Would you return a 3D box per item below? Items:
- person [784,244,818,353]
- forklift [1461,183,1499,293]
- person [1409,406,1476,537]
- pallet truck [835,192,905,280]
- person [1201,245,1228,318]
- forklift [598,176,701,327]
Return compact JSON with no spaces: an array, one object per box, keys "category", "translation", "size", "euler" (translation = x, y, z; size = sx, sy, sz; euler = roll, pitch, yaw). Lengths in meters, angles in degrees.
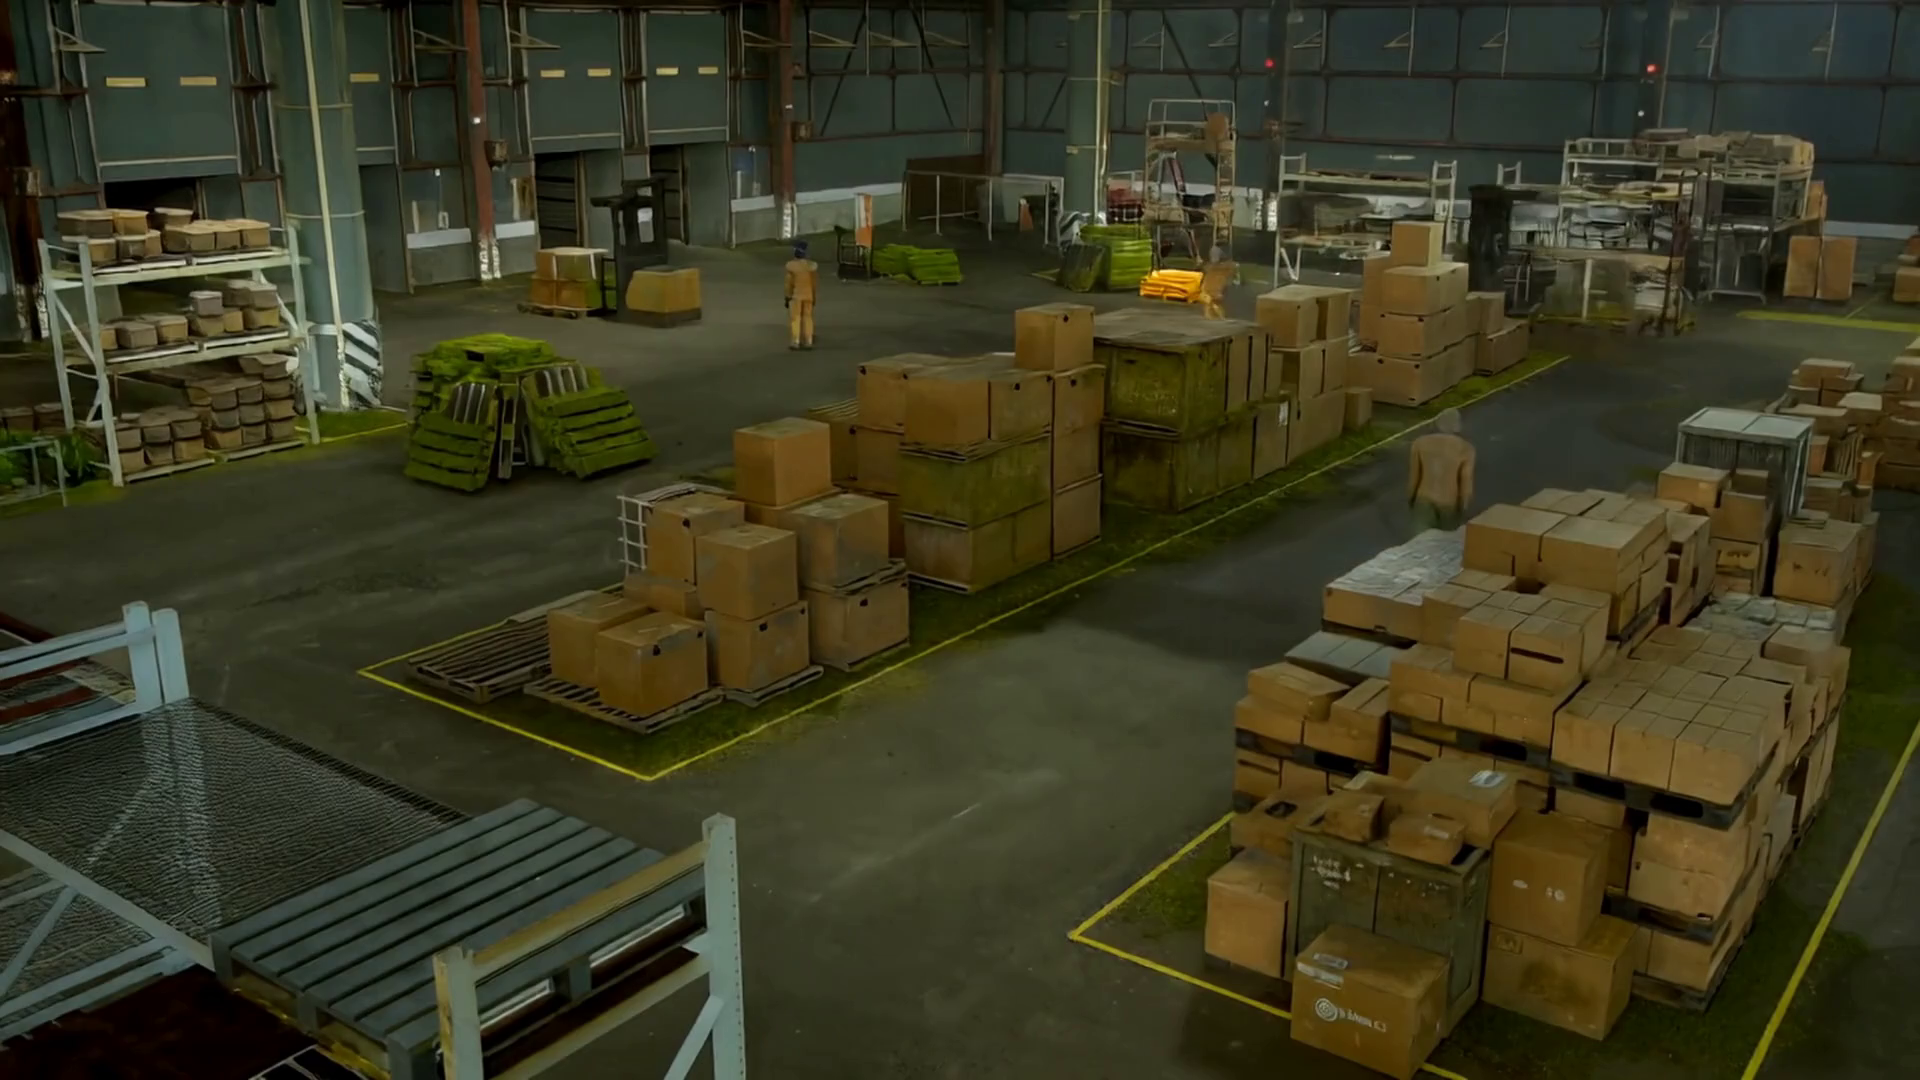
[{"category":"person","translation":[-2.826,-4.309,29.671],"size":[0.636,1.930,0.371],"euler":[-8,19,-26]},{"category":"forklift","translation":[9.679,-5.228,31.084],"size":[1.873,2.768,1.129],"euler":[9,19,29]},{"category":"person","translation":[4.826,-0.402,16.759],"size":[0.635,1.913,0.814],"euler":[6,18,20]},{"category":"pallet truck","translation":[-1.936,-7.159,38.982],"size":[1.885,1.965,0.823],"euler":[-12,21,-34]},{"category":"person","translation":[4.814,-4.755,31.559],"size":[0.547,1.677,0.399],"euler":[12,21,35]},{"category":"forklift","translation":[-6.138,-5.705,32.666],"size":[1.873,2.768,1.129],"euler":[12,21,35]}]
